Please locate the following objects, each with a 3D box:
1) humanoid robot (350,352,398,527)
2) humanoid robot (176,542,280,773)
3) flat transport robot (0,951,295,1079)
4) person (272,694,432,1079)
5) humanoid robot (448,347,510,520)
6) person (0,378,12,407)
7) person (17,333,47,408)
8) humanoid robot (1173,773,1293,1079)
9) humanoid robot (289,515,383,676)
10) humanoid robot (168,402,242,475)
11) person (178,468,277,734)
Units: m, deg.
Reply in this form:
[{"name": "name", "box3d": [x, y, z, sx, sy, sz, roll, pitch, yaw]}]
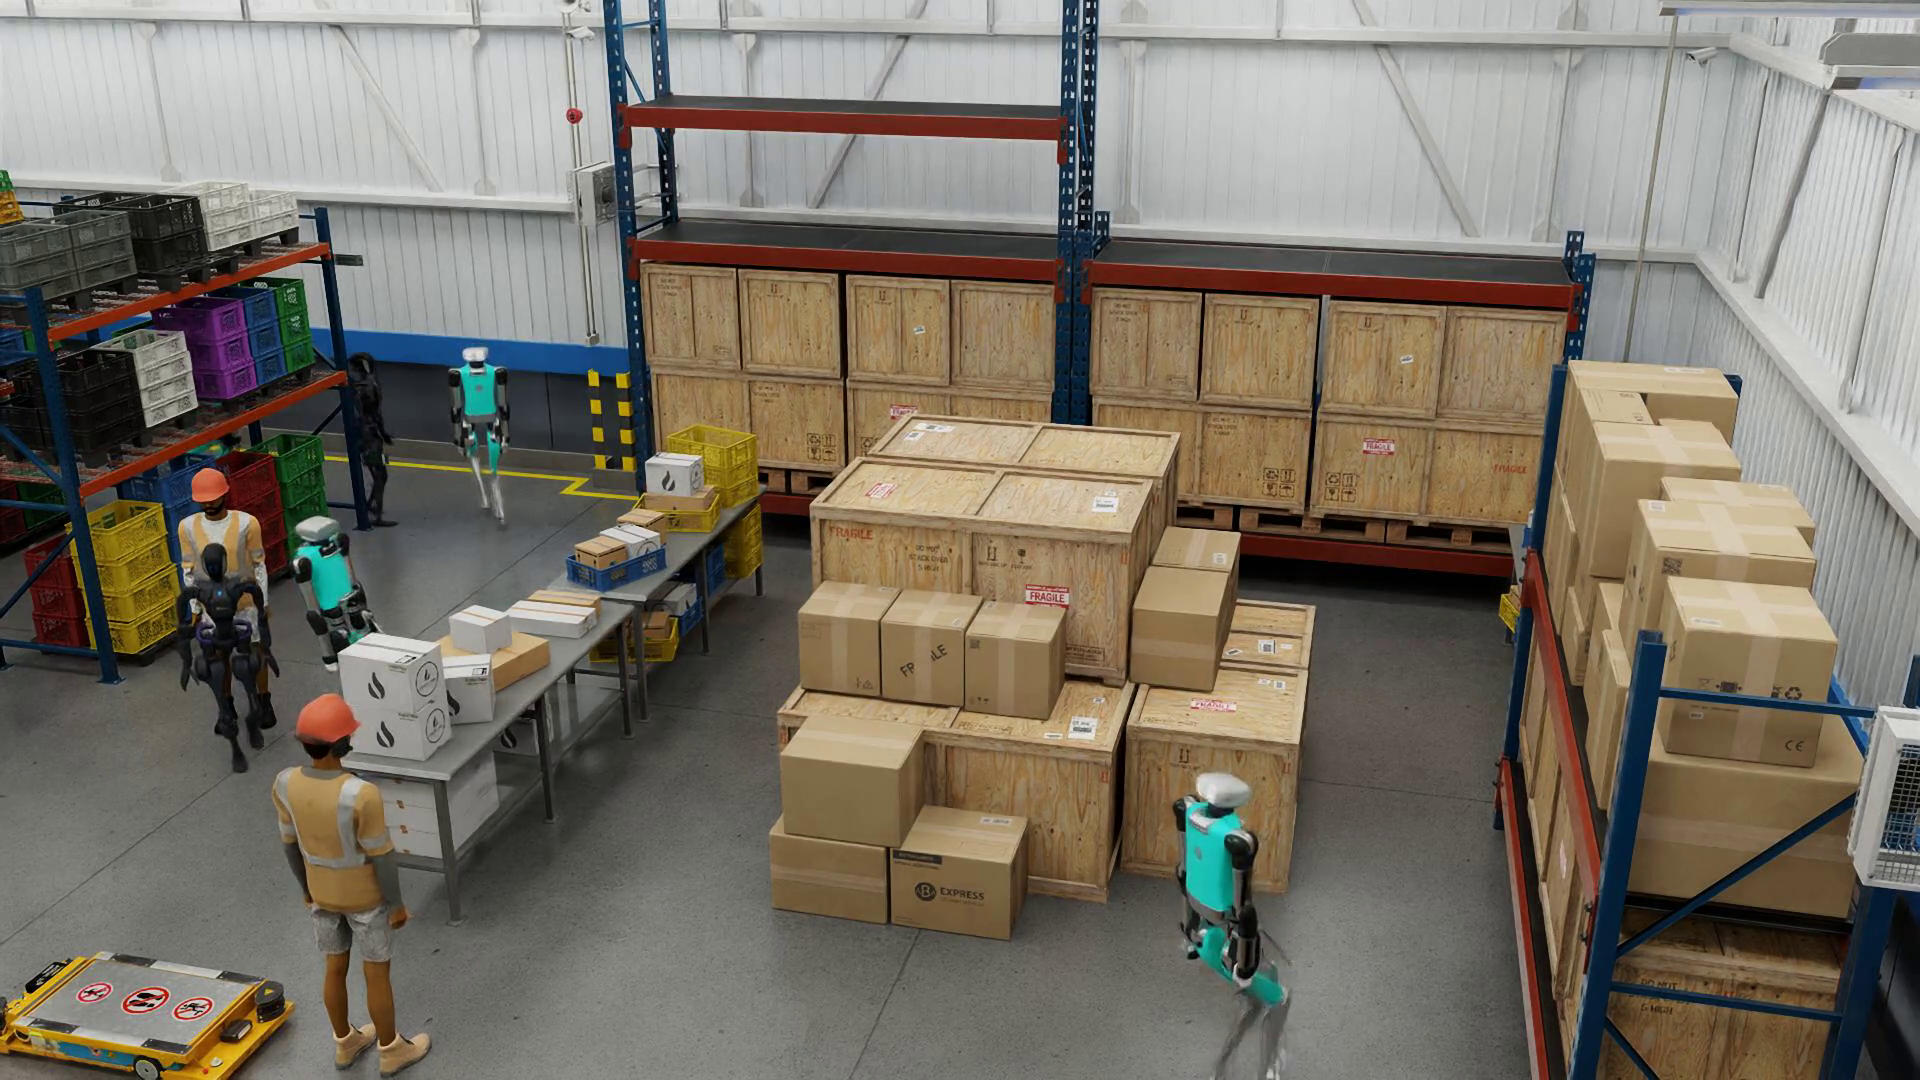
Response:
[{"name": "humanoid robot", "box3d": [-5.559, -0.963, 15.622, 0.452, 1.641, 0.599, -2, 21, -5]}, {"name": "humanoid robot", "box3d": [-4.912, 0.746, 11.129, 0.616, 1.628, 0.493, -10, 23, -25]}, {"name": "flat transport robot", "box3d": [-4.270, 2.464, 8.601, 1.431, 0.231, 0.659, 5, 22, 13]}, {"name": "person", "box3d": [-2.977, 1.697, 8.125, 0.604, 2.045, 0.369, 7, 22, 17]}, {"name": "humanoid robot", "box3d": [-4.487, -1.007, 15.614, 0.547, 1.728, 0.986, -7, 22, -17]}, {"name": "person", "box3d": [-10.366, -1.905, 17.838, 0.566, 1.836, 0.385, -6, 22, -15]}, {"name": "person", "box3d": [-9.471, -1.587, 16.990, 0.509, 1.845, 0.342, 9, 23, 22]}, {"name": "humanoid robot", "box3d": [1.388, 1.911, 8.049, 0.705, 1.810, 0.548, -12, 24, -28]}, {"name": "humanoid robot", "box3d": [-3.900, 0.703, 11.136, 0.882, 1.769, 0.590, 6, 22, 14]}, {"name": "humanoid robot", "box3d": [-7.083, -0.941, 15.529, 0.557, 1.766, 1.049, 11, 24, 27]}, {"name": "person", "box3d": [-5.104, 0.420, 11.612, 0.542, 1.938, 0.354, -5, 22, -14]}]
